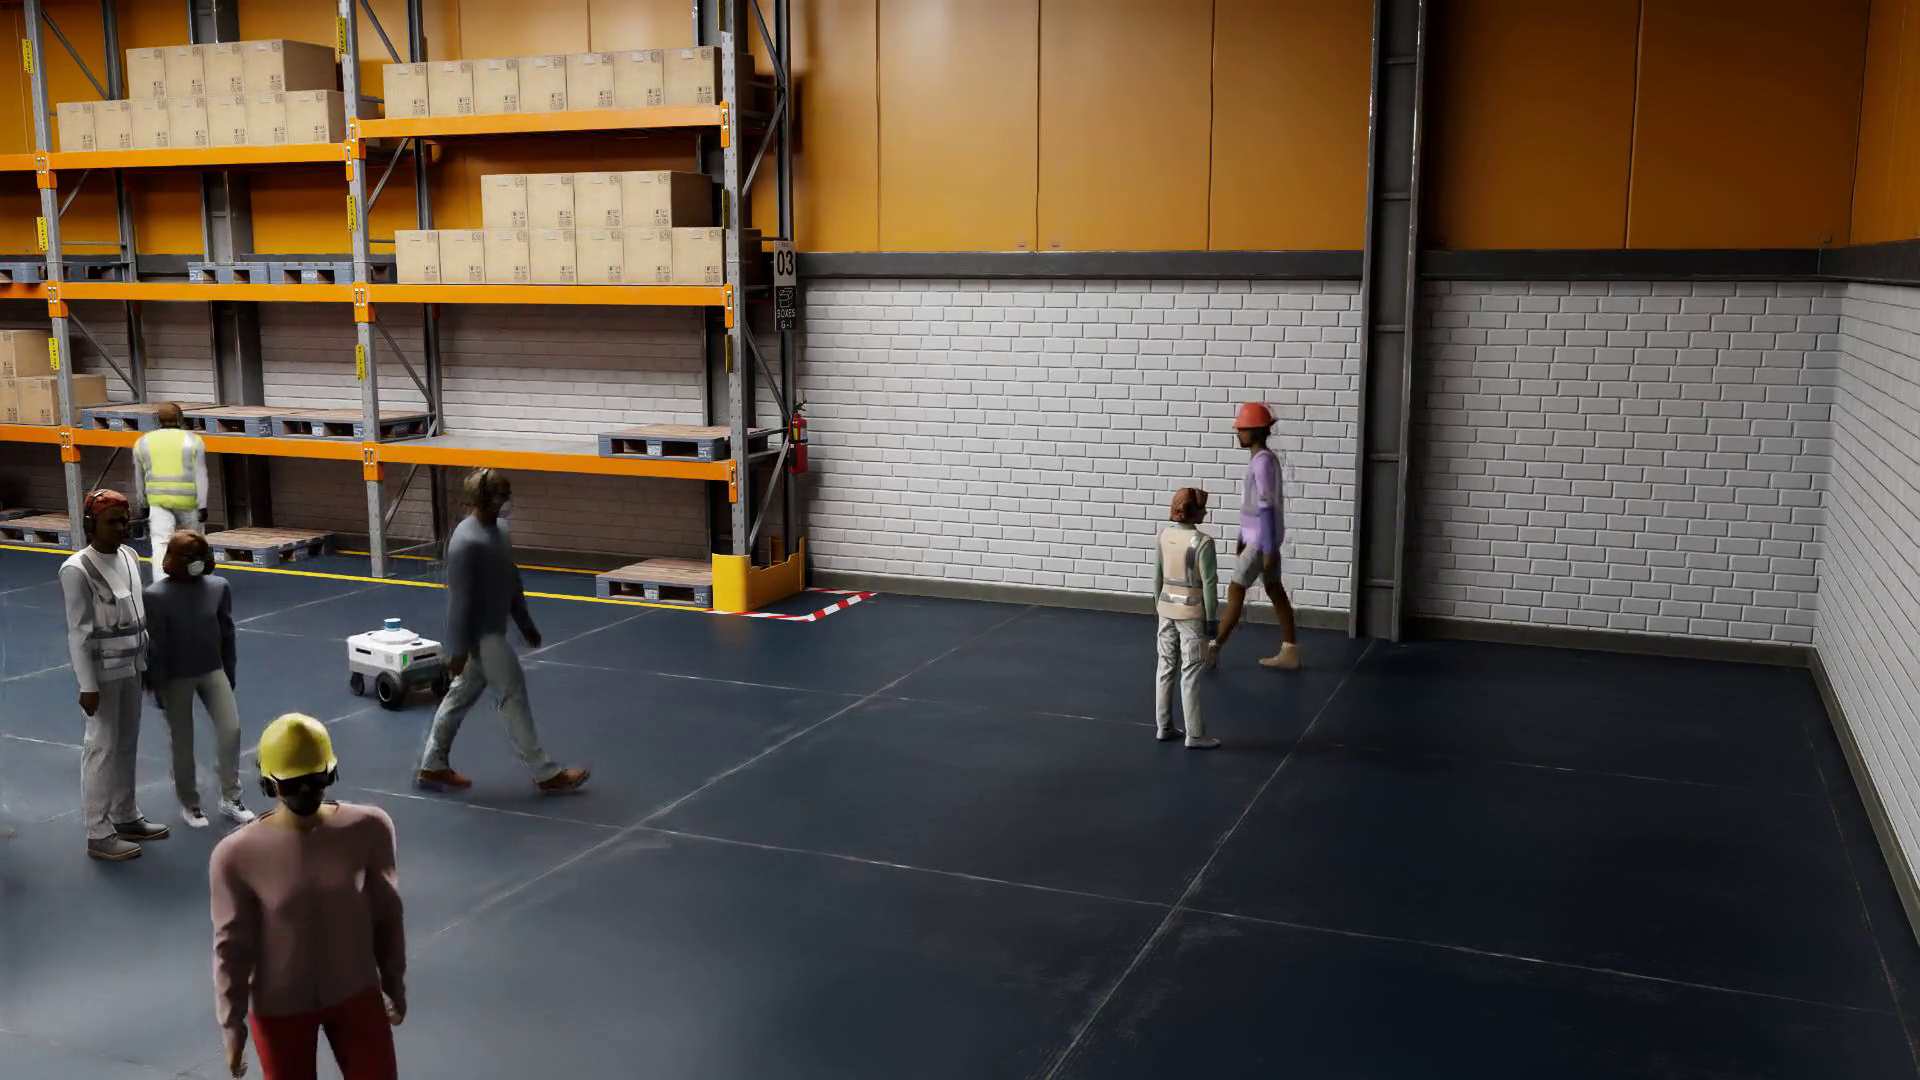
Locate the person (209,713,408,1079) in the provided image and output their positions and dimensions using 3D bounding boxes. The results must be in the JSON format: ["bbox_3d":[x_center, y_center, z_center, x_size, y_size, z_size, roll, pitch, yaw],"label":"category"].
[{"bbox_3d":[-1.868,1.350,4.830,0.539,1.753,0.356,-6,11,-32],"label":"person"}]

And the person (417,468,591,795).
[{"bbox_3d":[-2.674,0.531,9.434,1.028,1.897,0.643,0,9,0],"label":"person"}]

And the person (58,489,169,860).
[{"bbox_3d":[-4.341,0.676,8.524,0.337,1.881,0.583,0,9,2],"label":"person"}]

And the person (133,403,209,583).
[{"bbox_3d":[-7.082,-0.339,14.980,0.647,1.788,0.975,-2,9,-9],"label":"person"}]

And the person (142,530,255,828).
[{"bbox_3d":[-4.048,0.753,8.850,0.484,1.620,0.516,9,13,42],"label":"person"}]

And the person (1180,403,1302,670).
[{"bbox_3d":[2.108,-0.013,12.346,1.000,1.994,0.633,2,10,13],"label":"person"}]

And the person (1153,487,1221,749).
[{"bbox_3d":[1.408,0.486,10.419,0.314,1.636,0.514,-7,12,-36],"label":"person"}]

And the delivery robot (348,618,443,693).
[{"bbox_3d":[-3.930,0.790,11.564,0.707,0.478,0.477,7,12,37],"label":"delivery robot"}]
